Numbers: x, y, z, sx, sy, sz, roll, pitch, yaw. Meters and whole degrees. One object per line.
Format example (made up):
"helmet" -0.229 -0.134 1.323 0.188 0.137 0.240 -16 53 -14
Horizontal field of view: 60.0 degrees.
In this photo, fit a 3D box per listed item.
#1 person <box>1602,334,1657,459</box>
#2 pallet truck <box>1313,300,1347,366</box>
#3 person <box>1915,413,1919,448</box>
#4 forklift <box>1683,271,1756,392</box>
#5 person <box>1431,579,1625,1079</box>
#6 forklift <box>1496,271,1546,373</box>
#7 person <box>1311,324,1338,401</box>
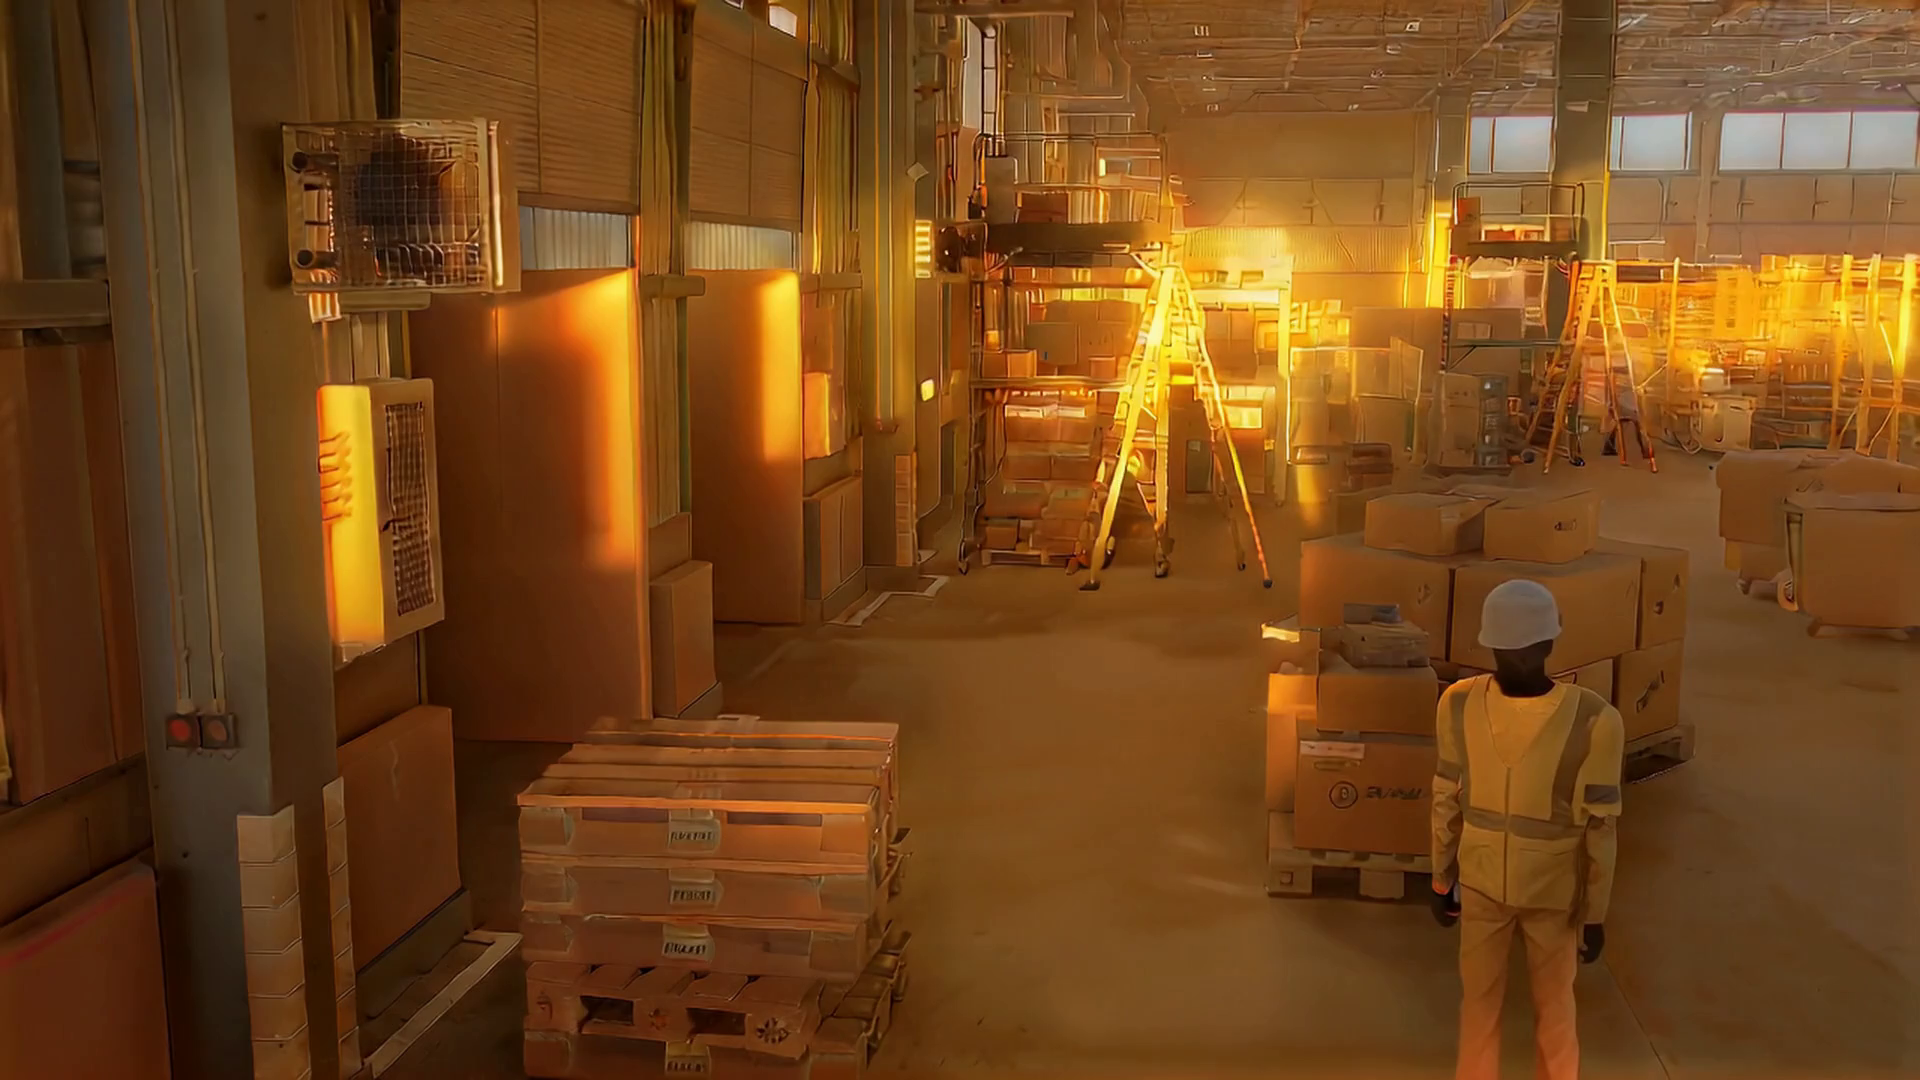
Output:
"person" 10.131 -2.157 25.135 0.568 1.883 0.975 -4 10 -24
"pallet truck" 11.159 -6.200 49.718 0.823 1.965 1.885 4 10 26
"person" 15.620 -2.341 26.727 0.320 1.739 0.485 9 13 43
"forklift" 17.864 -4.826 38.529 1.873 2.768 1.129 -3 10 -16
"person" 1.728 1.064 5.170 0.584 1.920 0.395 7 12 37
"forklift" 15.023 -5.952 45.476 1.873 2.768 1.129 -3 10 -17
"person" 7.930 -3.859 36.280 0.541 1.676 0.647 4 10 22
